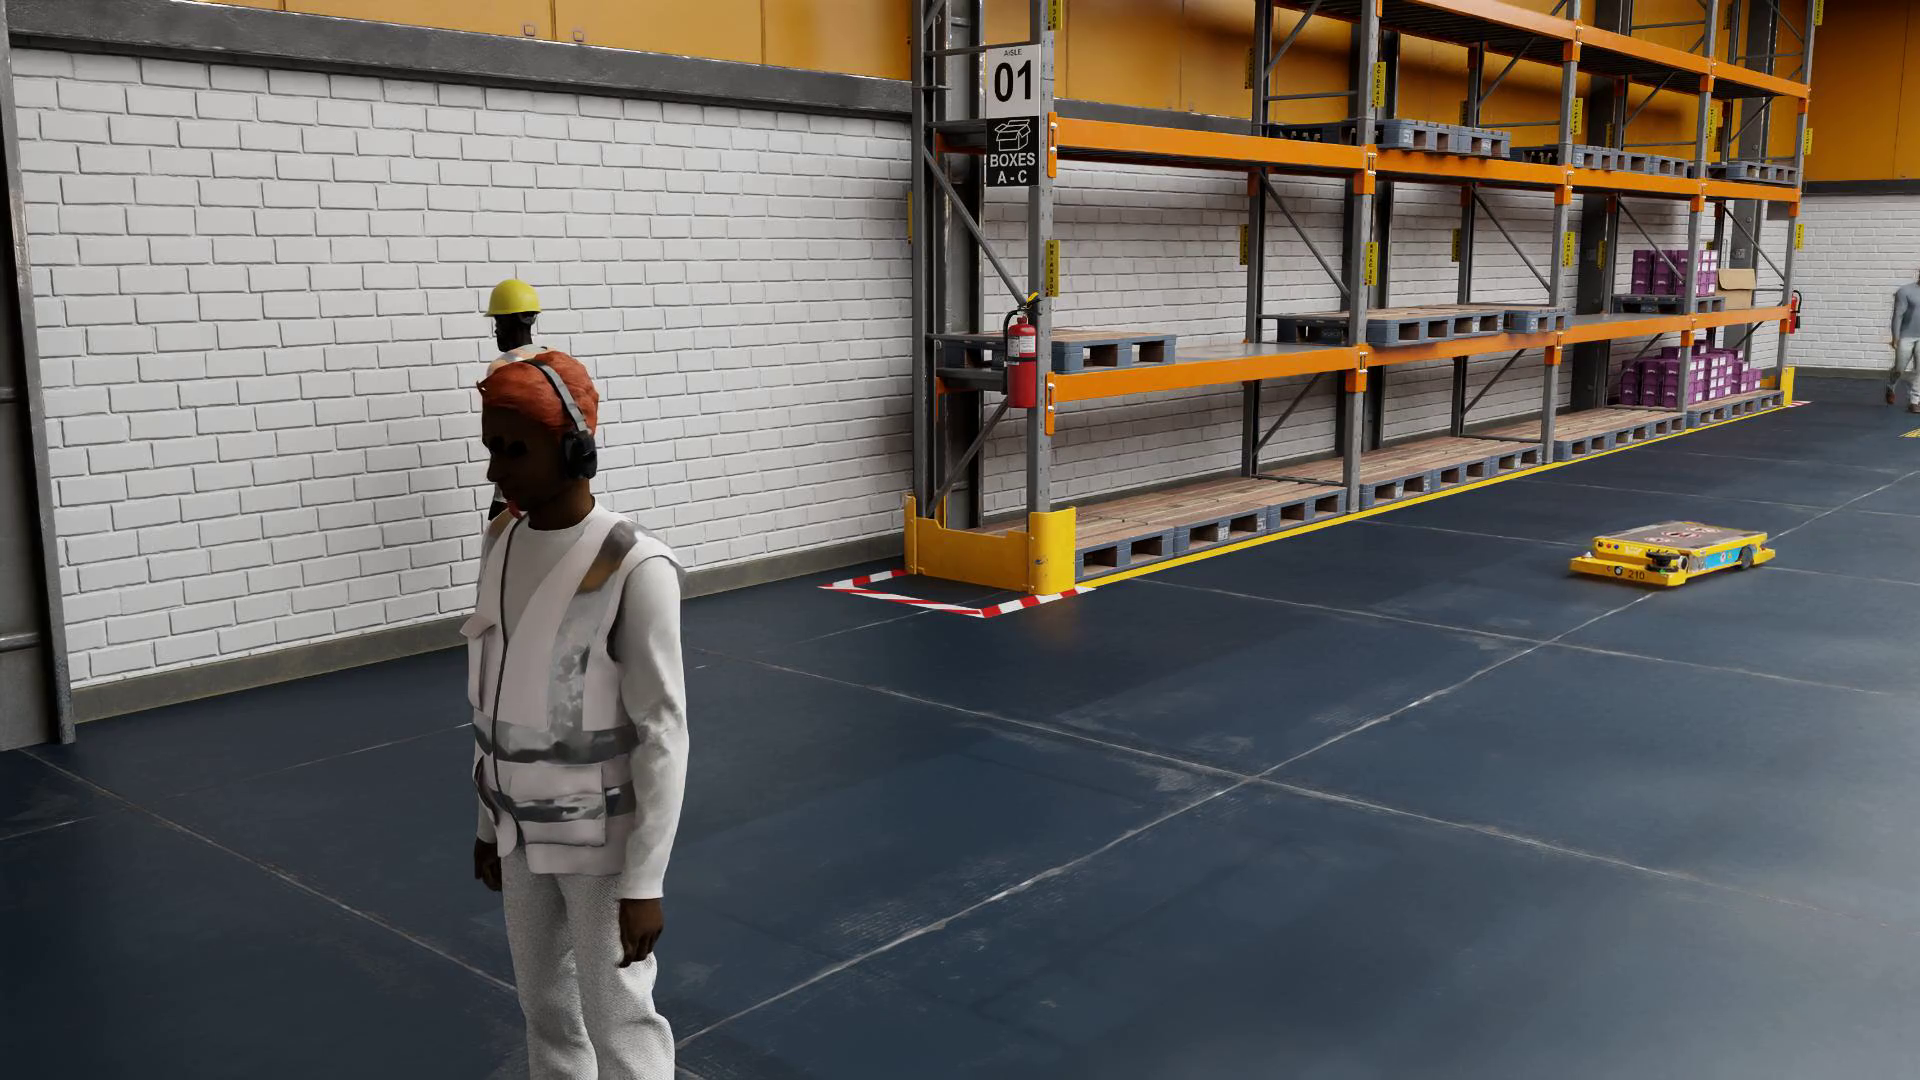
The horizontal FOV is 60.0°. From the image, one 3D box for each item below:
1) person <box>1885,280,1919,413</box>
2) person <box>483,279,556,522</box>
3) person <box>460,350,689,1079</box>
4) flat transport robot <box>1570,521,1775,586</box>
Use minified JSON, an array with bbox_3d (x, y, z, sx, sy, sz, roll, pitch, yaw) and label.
[{"bbox_3d":[12.153,-2.585,21.184,0.648,1.911,0.844,2,10,11],"label":"person"},{"bbox_3d":[-2.108,-0.292,8.067,0.382,1.924,0.594,3,10,17],"label":"person"},{"bbox_3d":[-0.756,0.581,3.213,0.573,1.887,0.355,9,13,41],"label":"person"},{"bbox_3d":[4.617,0.068,10.731,1.431,0.197,0.652,-8,13,-39],"label":"flat transport robot"}]
